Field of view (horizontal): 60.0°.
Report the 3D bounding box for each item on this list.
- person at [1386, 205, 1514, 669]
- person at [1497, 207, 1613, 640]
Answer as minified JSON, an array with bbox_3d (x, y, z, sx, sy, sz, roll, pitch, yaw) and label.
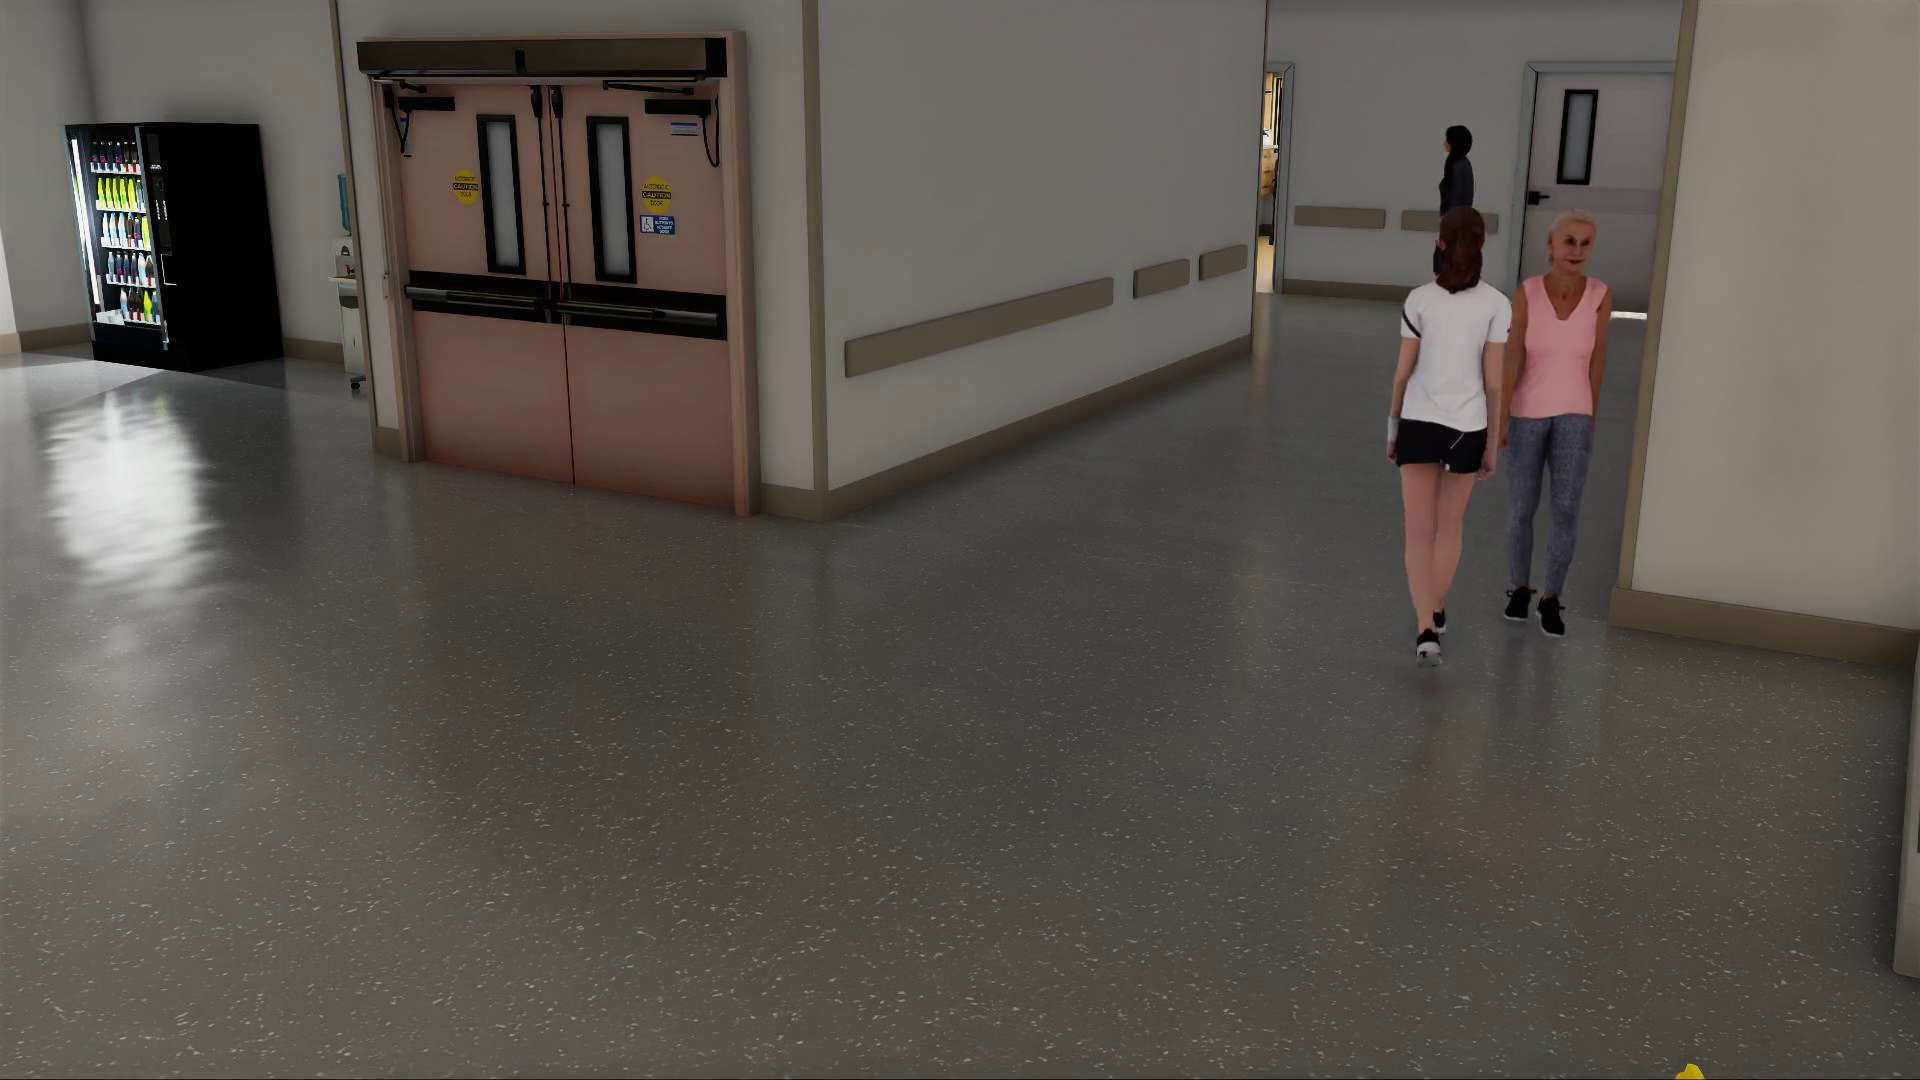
[{"bbox_3d":[1.821,-0.348,6.271,1.121,1.715,0.903,2,16,8],"label":"person"},{"bbox_3d":[2.402,-0.492,6.805,0.718,1.703,0.701,6,17,20],"label":"person"}]
